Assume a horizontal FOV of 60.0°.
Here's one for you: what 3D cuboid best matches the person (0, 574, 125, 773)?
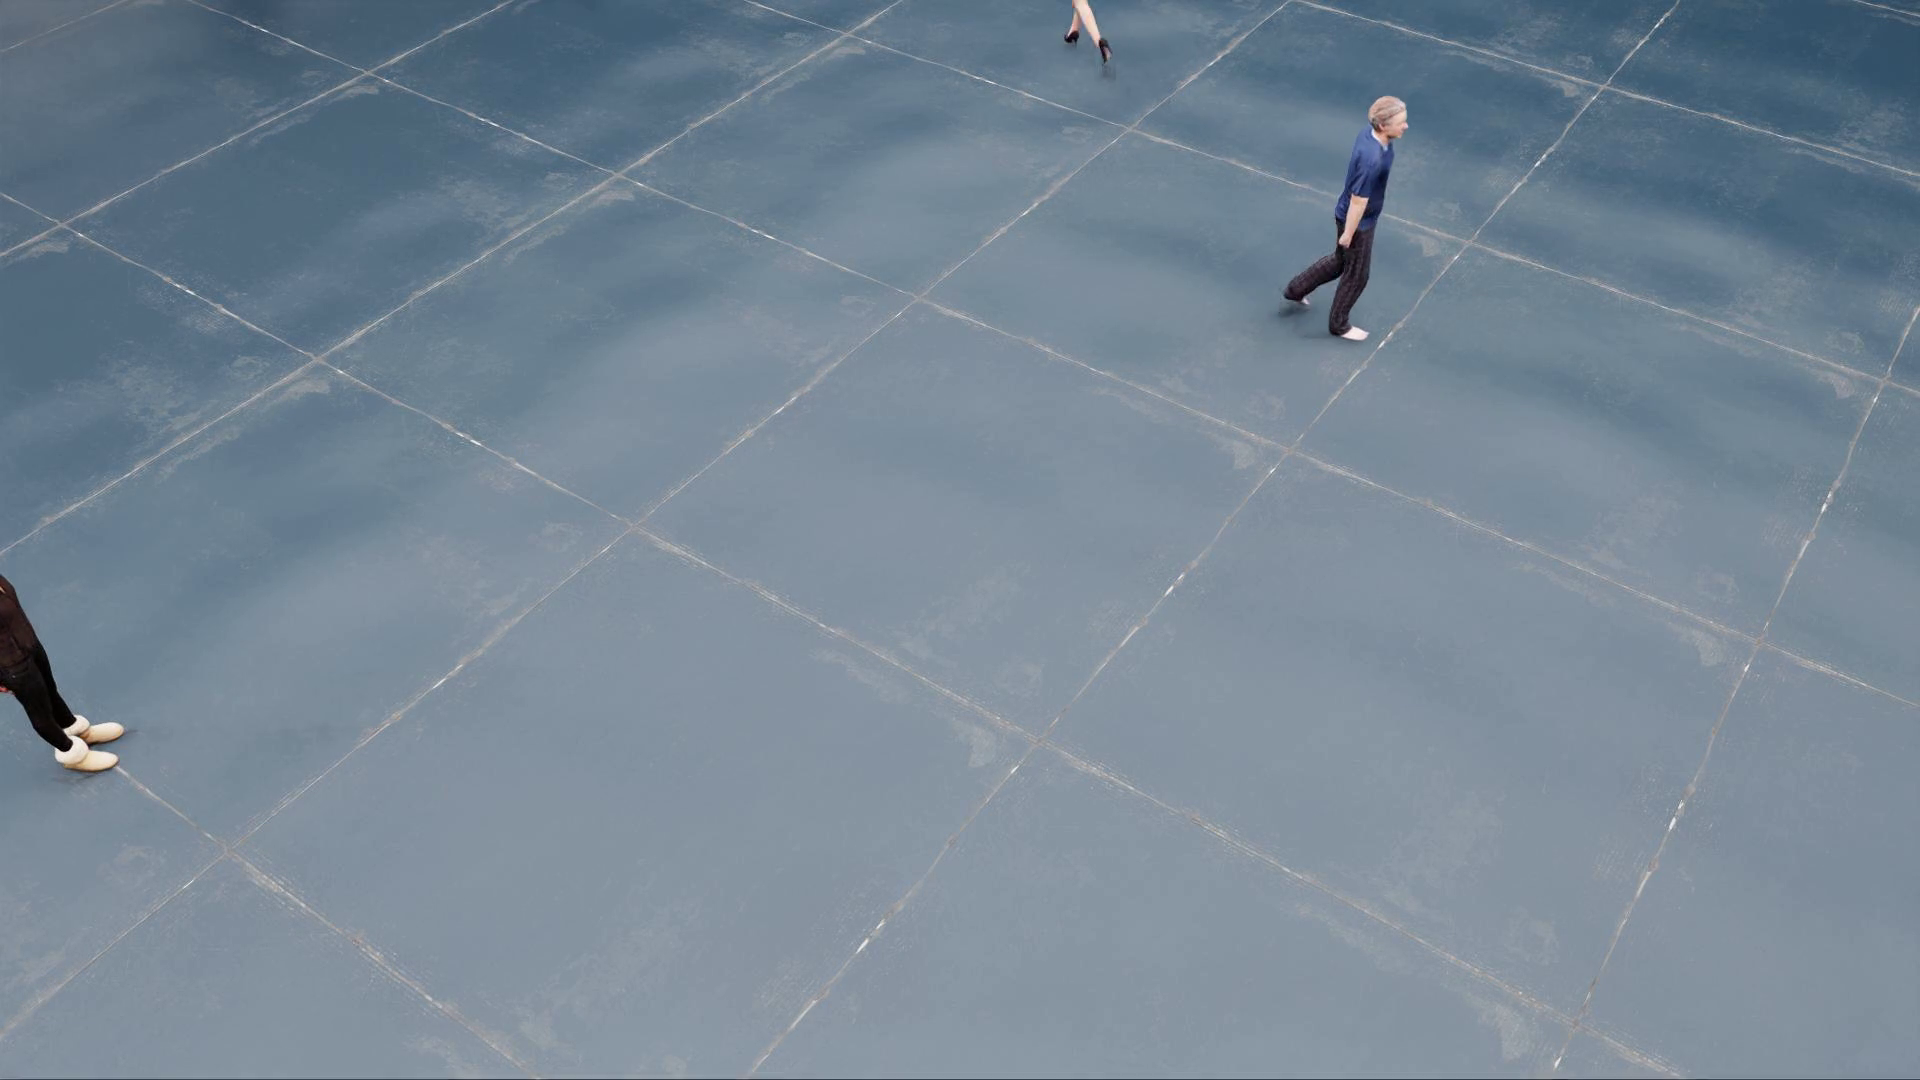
[{"bbox_3d":[-4.783,0.574,8.386,0.713,1.662,0.772,17,46,17],"label":"person"}]

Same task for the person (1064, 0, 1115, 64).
[{"bbox_3d":[1.115,-4.890,14.196,0.936,1.718,1.156,-19,46,-19],"label":"person"}]

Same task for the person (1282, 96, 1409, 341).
[{"bbox_3d":[2.610,-2.170,11.192,0.979,1.842,0.836,9,44,9],"label":"person"}]
